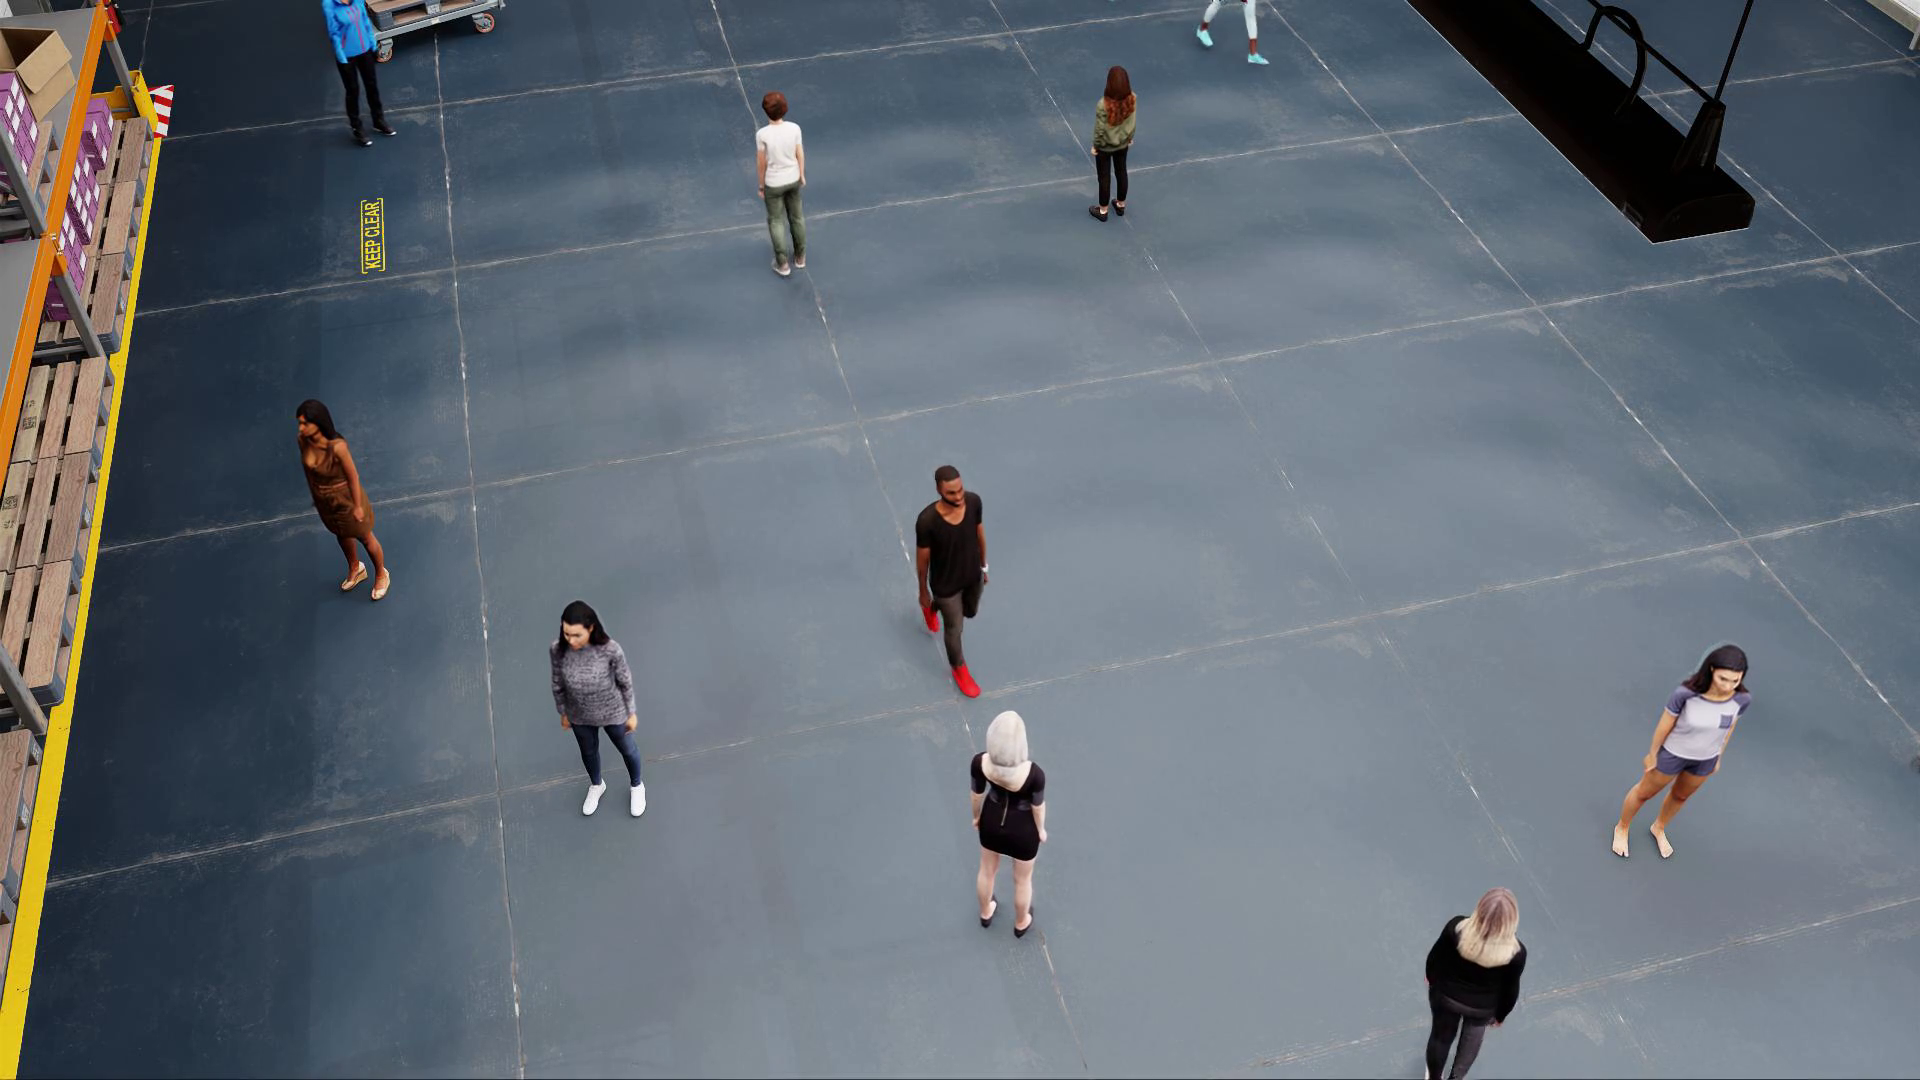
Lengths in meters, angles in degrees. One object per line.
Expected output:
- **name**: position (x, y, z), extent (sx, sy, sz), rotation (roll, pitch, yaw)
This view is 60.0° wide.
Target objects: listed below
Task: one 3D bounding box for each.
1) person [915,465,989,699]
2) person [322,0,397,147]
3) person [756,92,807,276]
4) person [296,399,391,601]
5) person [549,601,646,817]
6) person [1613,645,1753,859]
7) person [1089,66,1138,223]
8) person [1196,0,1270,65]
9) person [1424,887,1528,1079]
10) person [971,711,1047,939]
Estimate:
- **person**: position (-0.080, 0.178, 10.686), extent (0.871, 1.786, 1.103), rotation (-25, 49, -24)
- **person**: position (-5.728, -4.594, 15.690), extent (0.740, 1.795, 0.706), rotation (30, 51, 28)
- **person**: position (-1.509, -3.032, 14.151), extent (0.624, 1.655, 0.629), rotation (-17, 46, -17)
- **person**: position (-4.184, -0.275, 11.232), extent (0.645, 1.690, 0.683), rotation (16, 46, 16)
- **person**: position (-2.143, 0.997, 9.866), extent (0.674, 1.732, 0.619), rotation (1, 44, 1)
- **person**: position (4.205, 1.228, 9.624), extent (0.640, 1.733, 0.592), rotation (2, 44, 2)
- **person**: position (1.367, -3.538, 14.813), extent (0.621, 1.475, 0.572), rotation (-19, 47, -19)
- **person**: position (2.756, -5.730, 16.970), extent (0.908, 1.674, 1.245), rotation (-31, 52, -28)
- **person**: position (2.550, 2.387, 8.447), extent (0.741, 1.677, 0.787), rotation (15, 46, 15)
- **person**: position (0.266, 1.587, 9.174), extent (0.640, 1.832, 0.654), rotation (13, 45, 13)
